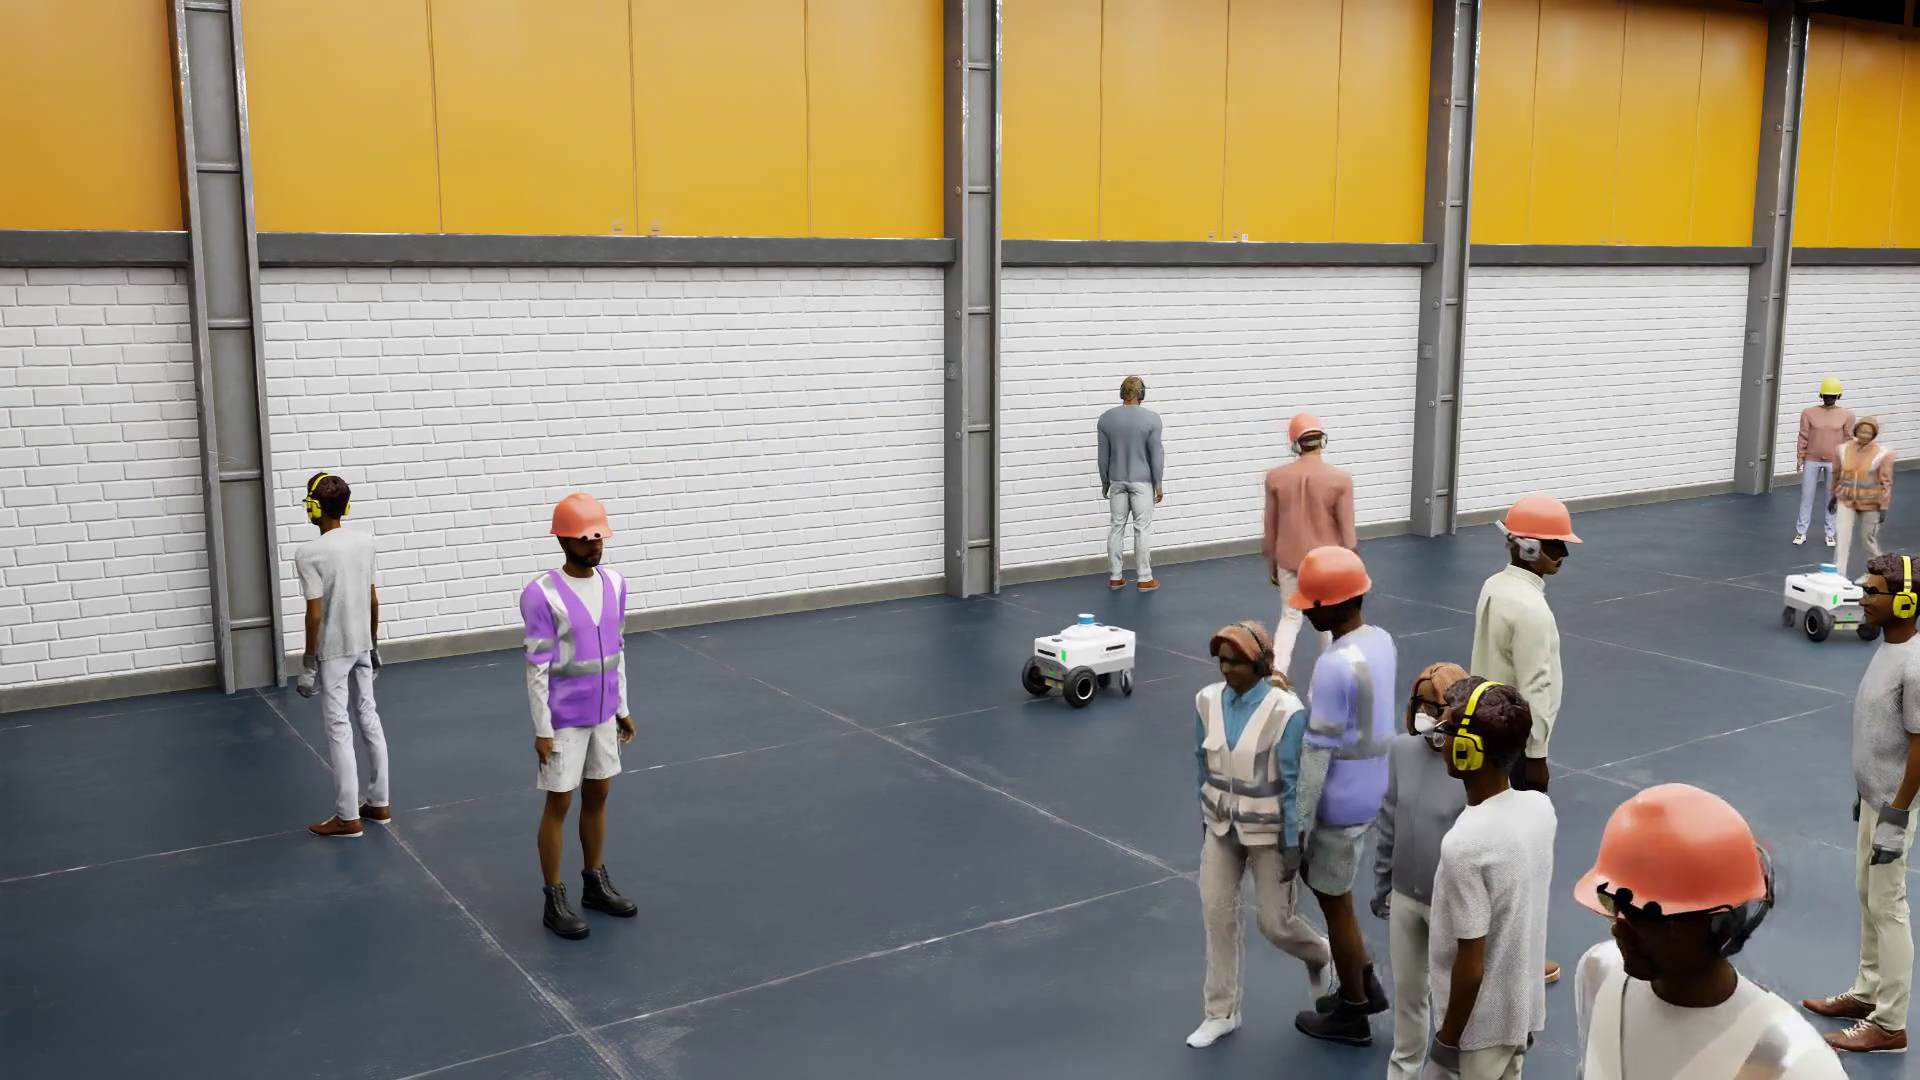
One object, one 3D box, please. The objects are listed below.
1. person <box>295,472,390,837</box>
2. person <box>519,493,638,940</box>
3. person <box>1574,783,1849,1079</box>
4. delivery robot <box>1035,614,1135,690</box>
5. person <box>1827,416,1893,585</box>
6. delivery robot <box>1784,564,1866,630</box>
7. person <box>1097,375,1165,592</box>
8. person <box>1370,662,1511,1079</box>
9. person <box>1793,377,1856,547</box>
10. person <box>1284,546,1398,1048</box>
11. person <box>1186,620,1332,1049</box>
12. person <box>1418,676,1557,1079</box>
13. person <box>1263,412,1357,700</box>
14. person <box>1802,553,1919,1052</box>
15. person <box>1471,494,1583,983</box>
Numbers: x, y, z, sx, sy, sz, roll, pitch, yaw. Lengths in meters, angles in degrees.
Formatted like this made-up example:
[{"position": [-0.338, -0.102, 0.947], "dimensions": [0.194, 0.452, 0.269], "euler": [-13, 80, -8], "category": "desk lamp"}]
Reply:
[{"position": [-3.172, 0.586, 8.487], "dimensions": [0.334, 1.873, 0.517], "euler": [5, 10, 25], "category": "person"}, {"position": [-1.642, 0.751, 7.289], "dimensions": [0.376, 1.939, 0.547], "euler": [7, 12, 36], "category": "person"}, {"position": [1.224, 1.423, 2.969], "dimensions": [0.686, 2.018, 0.625], "euler": [-4, 10, -24], "category": "person"}, {"position": [0.847, 0.742, 11.222], "dimensions": [0.707, 0.478, 0.477], "euler": [-8, 12, -38], "category": "delivery robot"}, {"position": [8.045, -0.328, 14.852], "dimensions": [0.552, 1.589, 0.800], "euler": [9, 13, 44], "category": "person"}, {"position": [6.819, 0.434, 13.076], "dimensions": [0.477, 0.478, 0.707], "euler": [-1, 9, -4], "category": "delivery robot"}, {"position": [1.528, -0.500, 14.846], "dimensions": [0.627, 1.935, 0.371], "euler": [5, 11, 28], "category": "person"}, {"position": [1.567, 1.201, 5.494], "dimensions": [0.286, 1.633, 0.499], "euler": [-7, 11, -35], "category": "person"}, {"position": [8.943, -0.807, 17.220], "dimensions": [0.522, 1.761, 0.321], "euler": [5, 11, 28], "category": "person"}, {"position": [1.394, 0.951, 6.164], "dimensions": [0.410, 1.908, 0.559], "euler": [6, 11, 31], "category": "person"}, {"position": [1.138, 1.078, 6.263], "dimensions": [0.526, 1.619, 0.621], "euler": [9, 13, 43], "category": "person"}, {"position": [1.352, 1.278, 4.339], "dimensions": [0.309, 1.864, 0.534], "euler": [8, 13, 41], "category": "person"}, {"position": [2.281, 0.141, 10.950], "dimensions": [0.638, 1.956, 0.843], "euler": [4, 10, 24], "category": "person"}, {"position": [3.413, 0.971, 6.173], "dimensions": [0.329, 1.872, 0.509], "euler": [3, 10, 17], "category": "person"}, {"position": [2.296, 0.799, 6.838], "dimensions": [0.393, 1.990, 0.623], "euler": [0, 9, 0], "category": "person"}]
